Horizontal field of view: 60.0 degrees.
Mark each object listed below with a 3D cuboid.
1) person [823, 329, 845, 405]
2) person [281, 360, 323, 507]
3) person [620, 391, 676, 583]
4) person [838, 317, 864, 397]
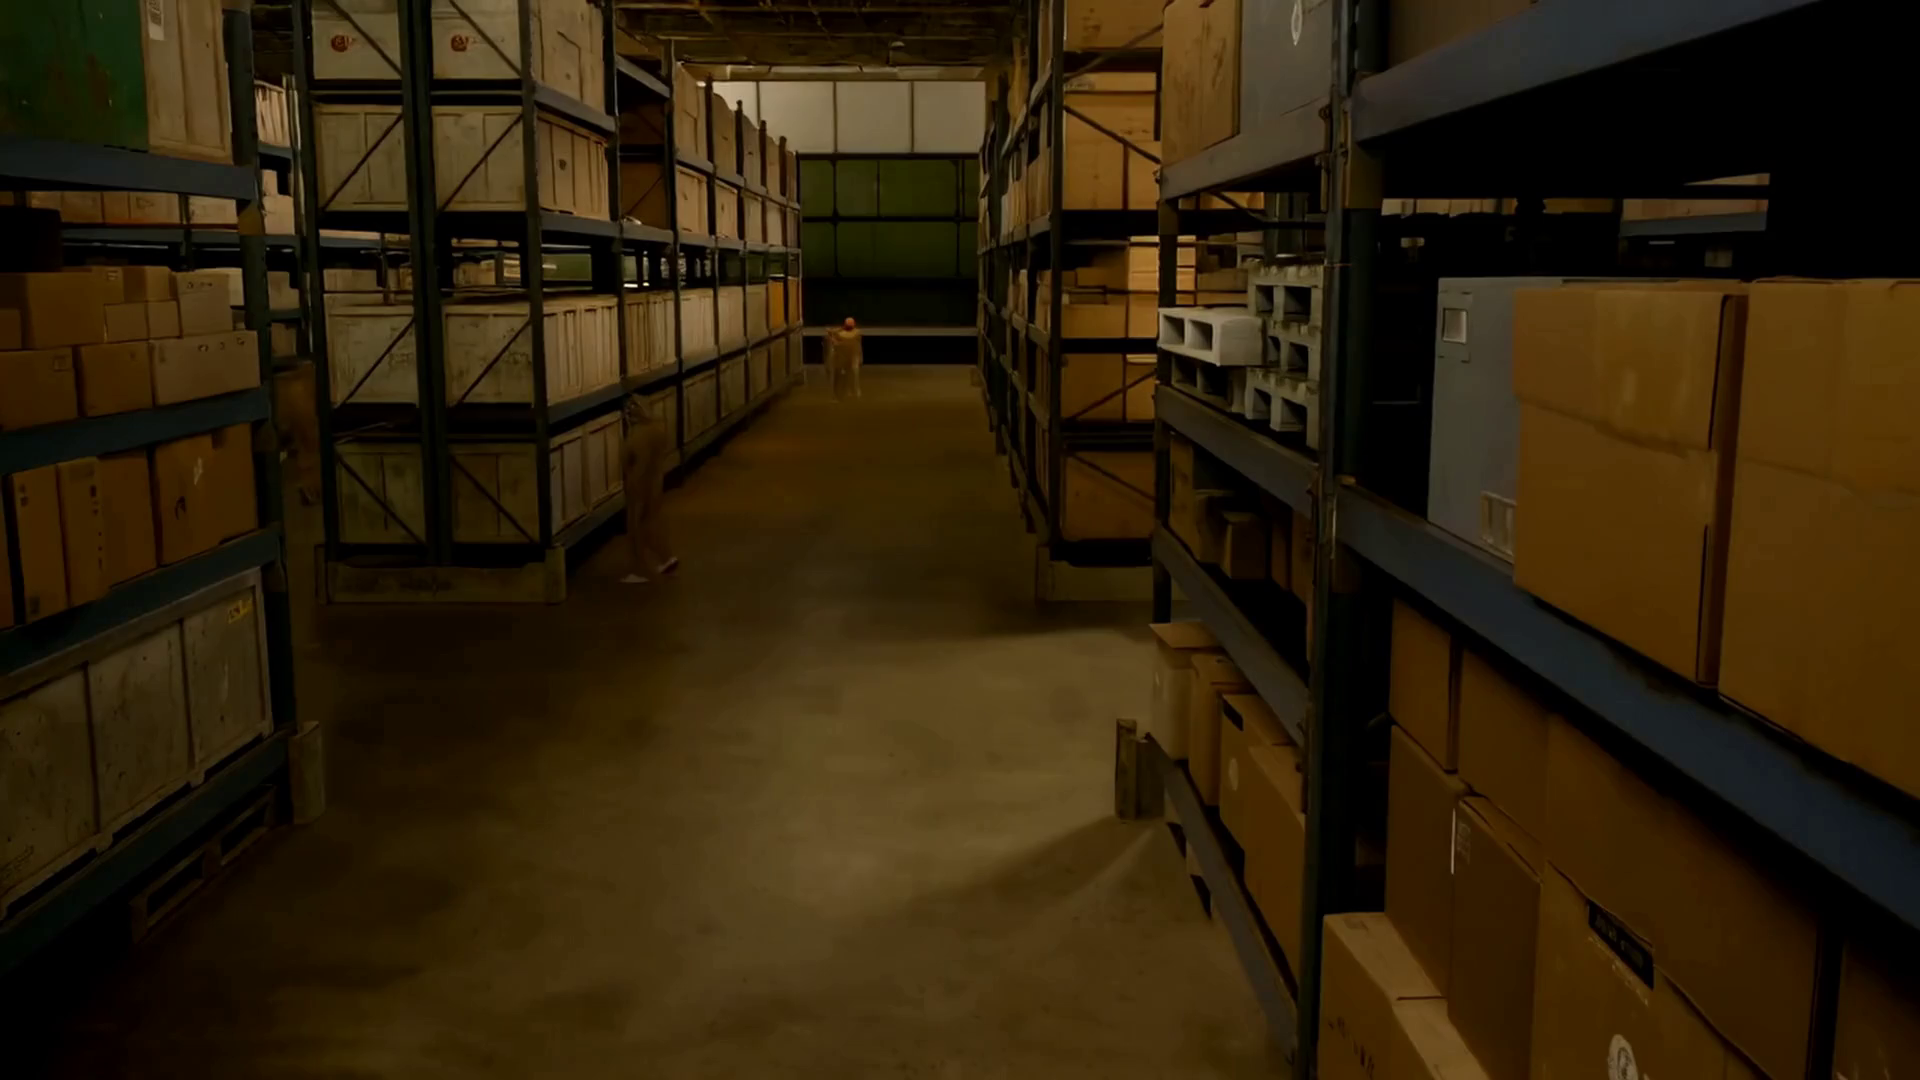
[{"bbox_3d":[-2.842,-3.888,37.348,0.593,1.703,0.634,8,12,42],"label":"person"},{"bbox_3d":[-8.291,-1.338,21.118,0.653,1.887,0.738,2,9,10],"label":"person"},{"bbox_3d":[-3.066,-0.507,16.028,0.424,1.880,0.725,2,9,11],"label":"person"},{"bbox_3d":[-2.602,-4.344,39.539,0.655,1.884,1.041,-2,9,-12],"label":"person"}]
